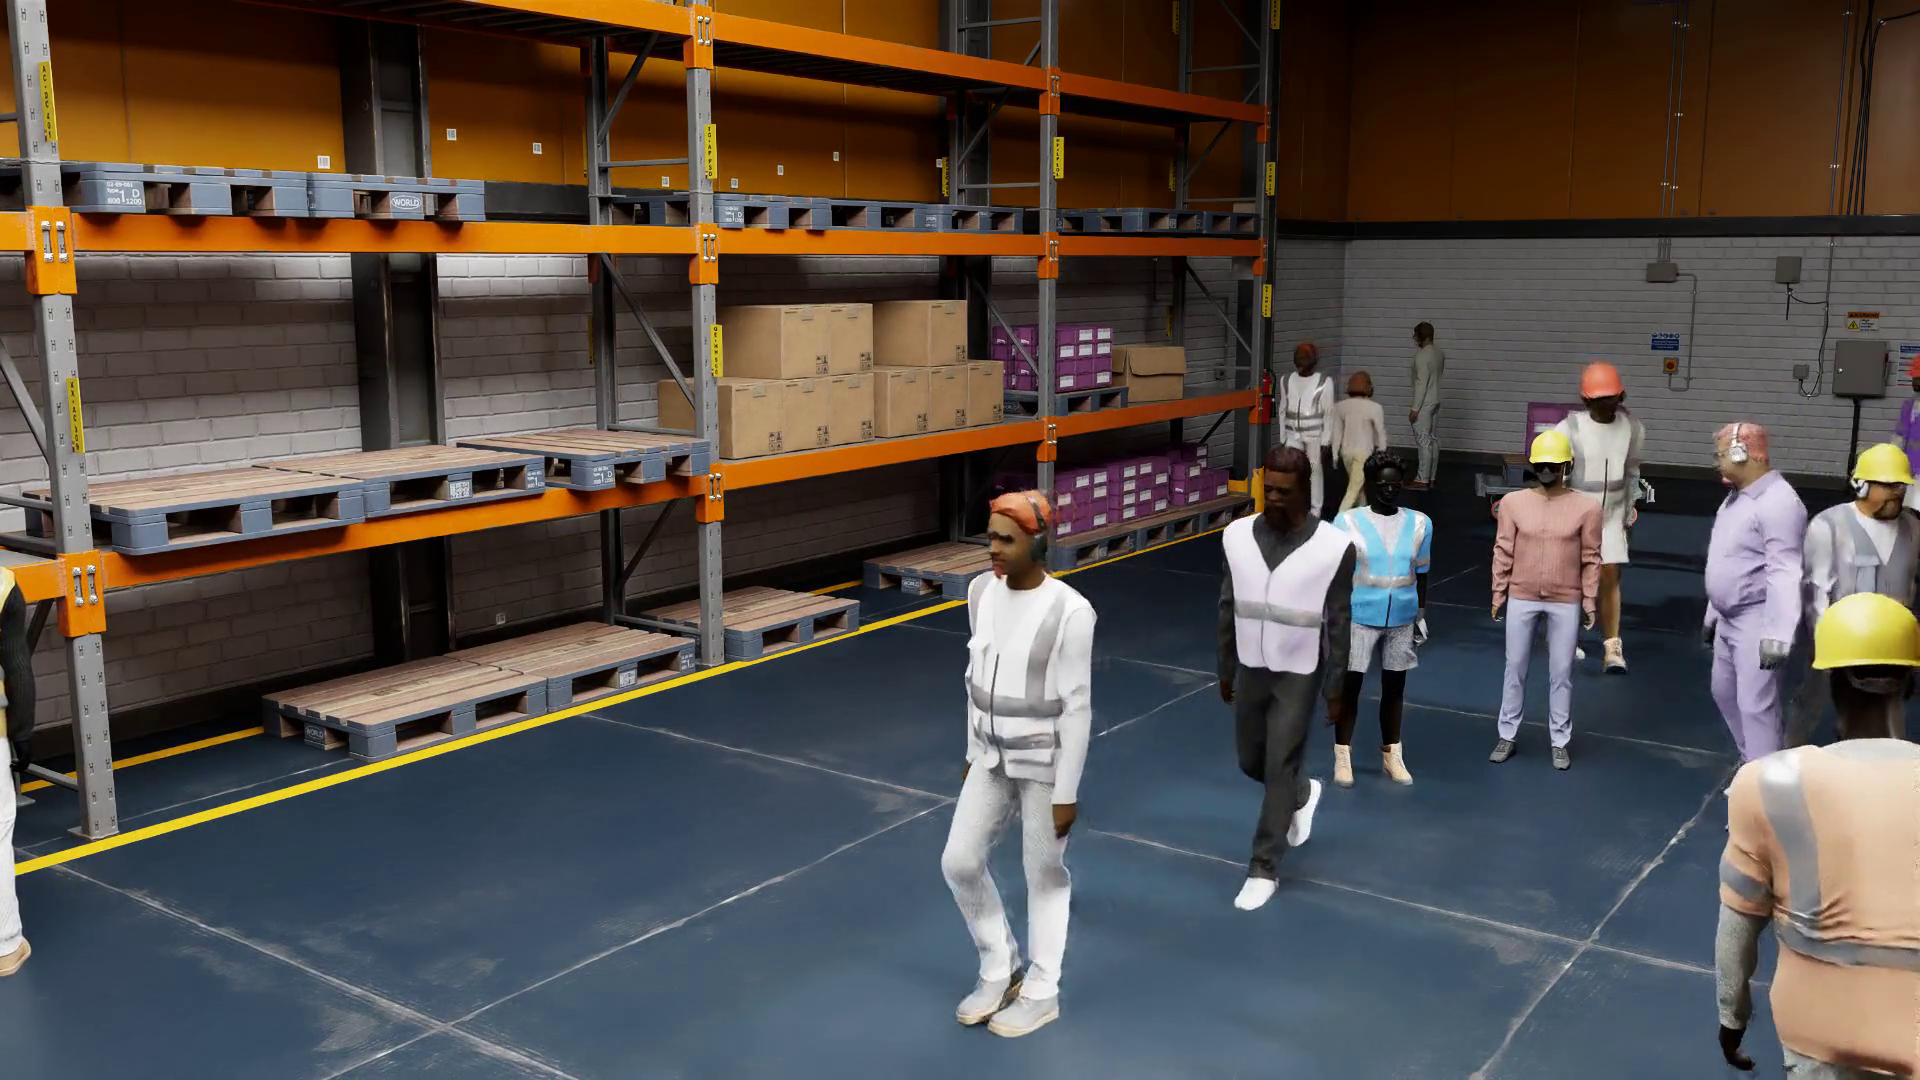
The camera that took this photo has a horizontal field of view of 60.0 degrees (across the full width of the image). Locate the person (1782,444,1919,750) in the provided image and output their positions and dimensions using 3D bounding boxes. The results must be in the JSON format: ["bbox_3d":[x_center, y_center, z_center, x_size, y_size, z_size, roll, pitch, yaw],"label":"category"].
[{"bbox_3d":[4.232,0.427,7.865,0.601,1.790,0.935,-1,10,-3],"label":"person"}]

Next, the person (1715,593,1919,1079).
[{"bbox_3d":[2.025,1.058,3.773,0.610,1.888,0.783,3,10,17],"label":"person"}]

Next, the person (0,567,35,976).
[{"bbox_3d":[-3.704,0.709,6.051,0.619,1.836,0.430,-5,11,-26],"label":"person"}]

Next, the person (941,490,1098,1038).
[{"bbox_3d":[0.167,0.770,5.558,0.493,1.867,0.604,-9,13,-43],"label":"person"}]

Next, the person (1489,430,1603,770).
[{"bbox_3d":[3.020,0.311,8.602,0.534,1.767,0.320,4,10,24],"label":"person"}]

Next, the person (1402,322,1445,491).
[{"bbox_3d":[5.327,-1.532,19.087,0.372,1.934,0.627,7,12,35],"label":"person"}]

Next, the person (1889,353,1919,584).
[{"bbox_3d":[7.634,-0.556,13.388,0.971,1.890,0.555,0,10,-1],"label":"person"}]

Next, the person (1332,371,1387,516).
[{"bbox_3d":[3.753,-0.798,15.743,0.865,1.591,0.507,-9,13,-43],"label":"person"}]

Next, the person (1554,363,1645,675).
[{"bbox_3d":[4.071,-0.139,10.631,0.654,1.971,1.027,0,10,-1],"label":"person"}]

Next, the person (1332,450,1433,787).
[{"bbox_3d":[2.094,0.393,8.324,0.534,1.697,0.318,-1,10,-6],"label":"person"}]

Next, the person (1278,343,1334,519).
[{"bbox_3d":[3.284,-0.966,16.000,0.609,1.829,0.965,7,12,35],"label":"person"}]

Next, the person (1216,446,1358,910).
[{"bbox_3d":[1.367,0.530,6.937,0.594,1.894,0.774,7,12,35],"label":"person"}]

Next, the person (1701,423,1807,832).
[{"bbox_3d":[3.721,0.398,7.775,0.464,1.879,0.728,1,10,5],"label":"person"}]
